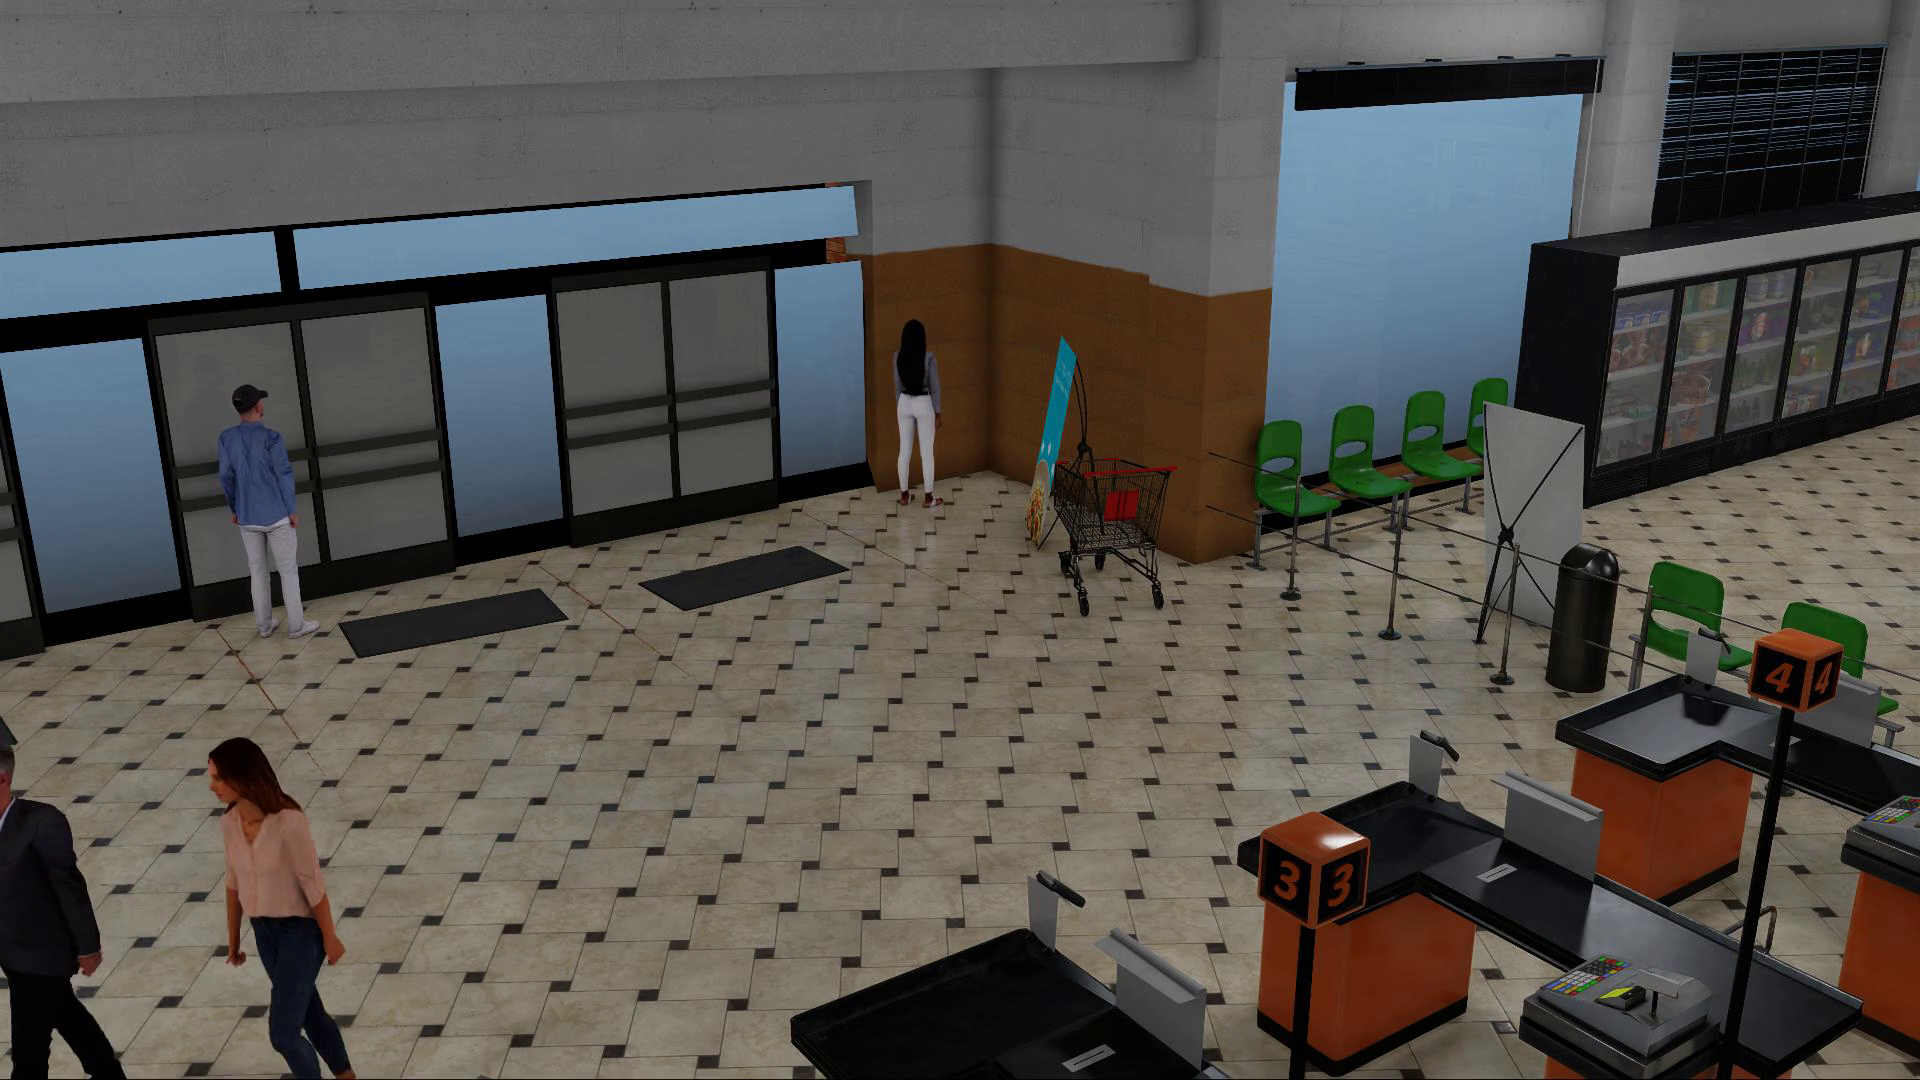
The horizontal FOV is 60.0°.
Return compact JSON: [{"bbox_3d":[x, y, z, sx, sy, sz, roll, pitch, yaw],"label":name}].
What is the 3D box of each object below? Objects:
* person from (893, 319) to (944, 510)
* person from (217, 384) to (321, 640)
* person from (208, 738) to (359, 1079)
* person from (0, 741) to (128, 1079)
[{"bbox_3d":[-0.393,-1.151,15.053,0.630,1.726,0.732,8,20,22],"label":"person"},{"bbox_3d":[-5.011,-0.201,11.983,0.738,1.888,0.779,2,19,5],"label":"person"},{"bbox_3d":[-2.693,1.593,6.856,0.758,1.765,0.830,8,20,23],"label":"person"},{"bbox_3d":[-3.692,1.610,6.742,1.198,1.806,1.172,7,20,21],"label":"person"}]
